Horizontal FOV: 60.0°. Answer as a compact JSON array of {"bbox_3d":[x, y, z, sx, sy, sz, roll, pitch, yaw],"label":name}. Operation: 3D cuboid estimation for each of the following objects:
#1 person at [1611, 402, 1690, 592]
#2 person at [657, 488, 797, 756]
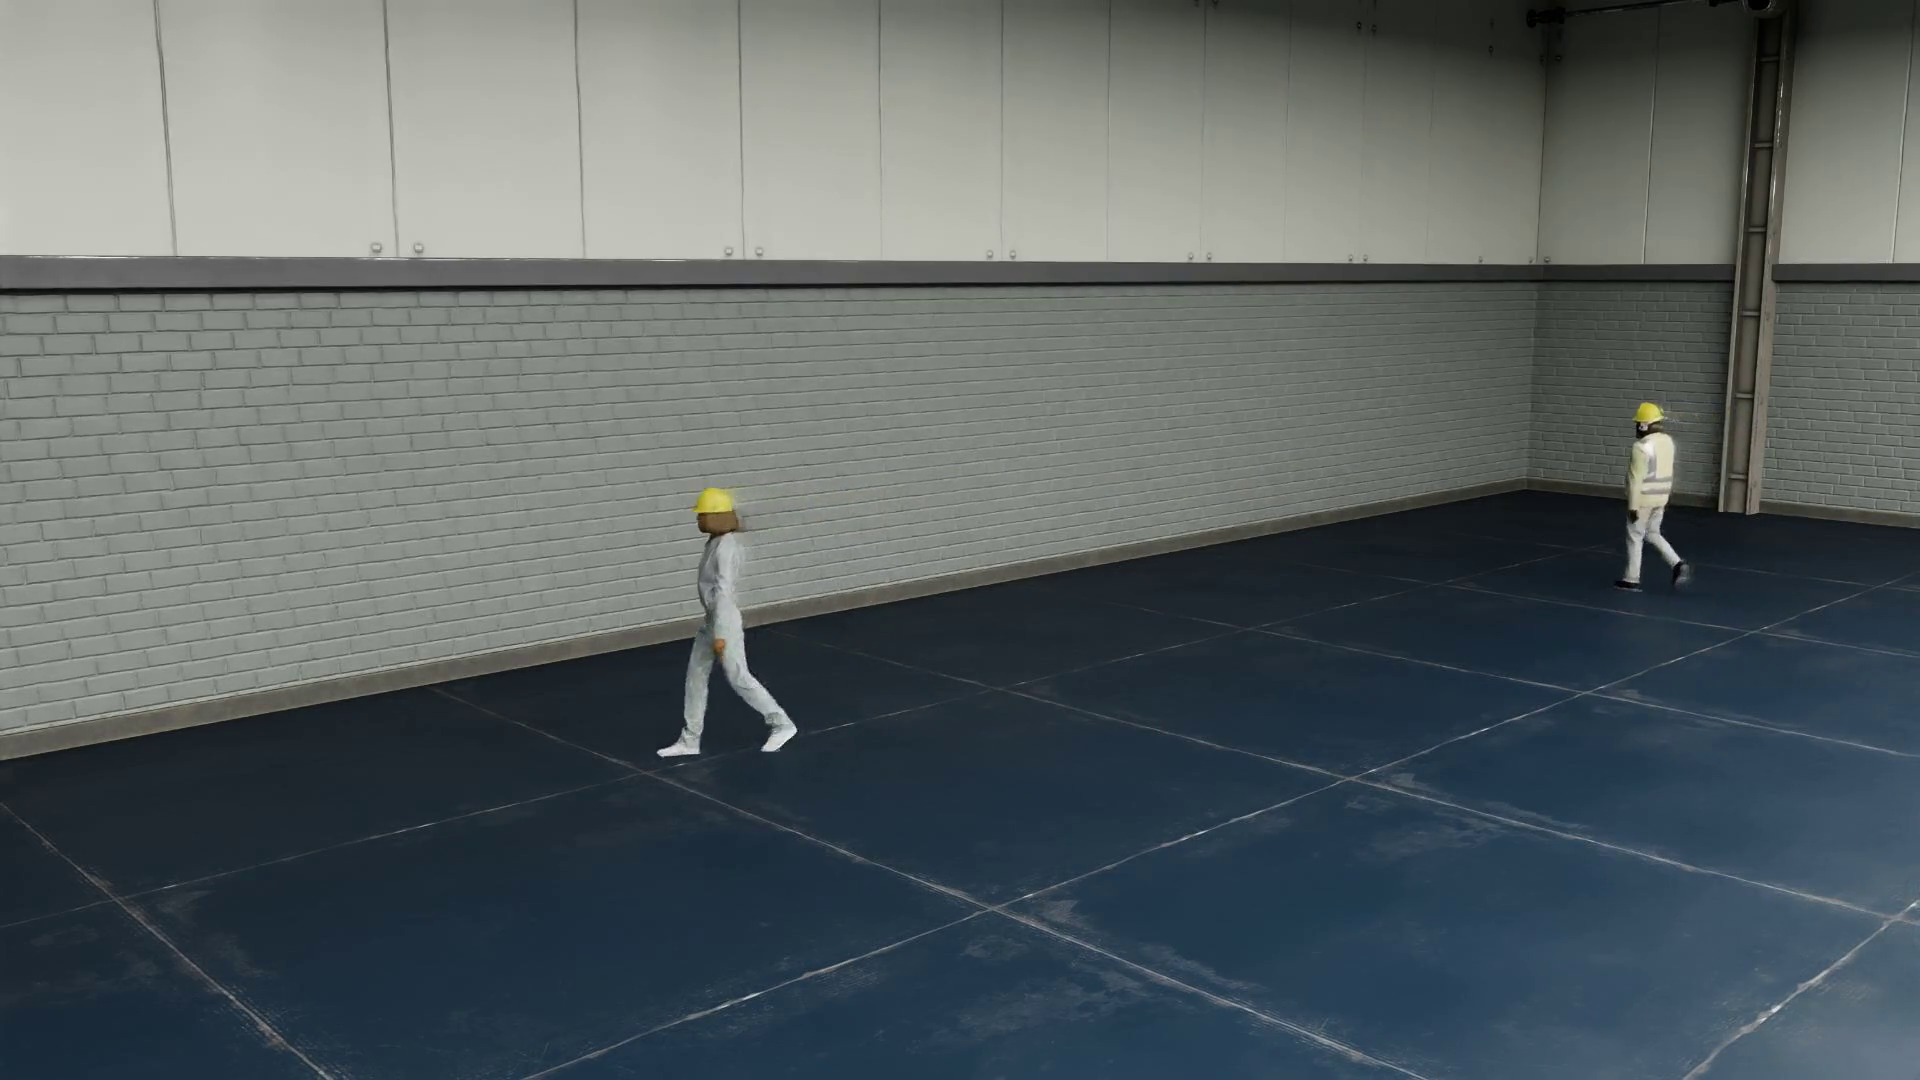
[{"bbox_3d":[6.515,-0.385,15.645,0.606,1.814,0.631,-6,11,-31],"label":"person"},{"bbox_3d":[-1.452,0.514,10.408,0.846,1.708,0.495,-3,10,-17],"label":"person"}]
